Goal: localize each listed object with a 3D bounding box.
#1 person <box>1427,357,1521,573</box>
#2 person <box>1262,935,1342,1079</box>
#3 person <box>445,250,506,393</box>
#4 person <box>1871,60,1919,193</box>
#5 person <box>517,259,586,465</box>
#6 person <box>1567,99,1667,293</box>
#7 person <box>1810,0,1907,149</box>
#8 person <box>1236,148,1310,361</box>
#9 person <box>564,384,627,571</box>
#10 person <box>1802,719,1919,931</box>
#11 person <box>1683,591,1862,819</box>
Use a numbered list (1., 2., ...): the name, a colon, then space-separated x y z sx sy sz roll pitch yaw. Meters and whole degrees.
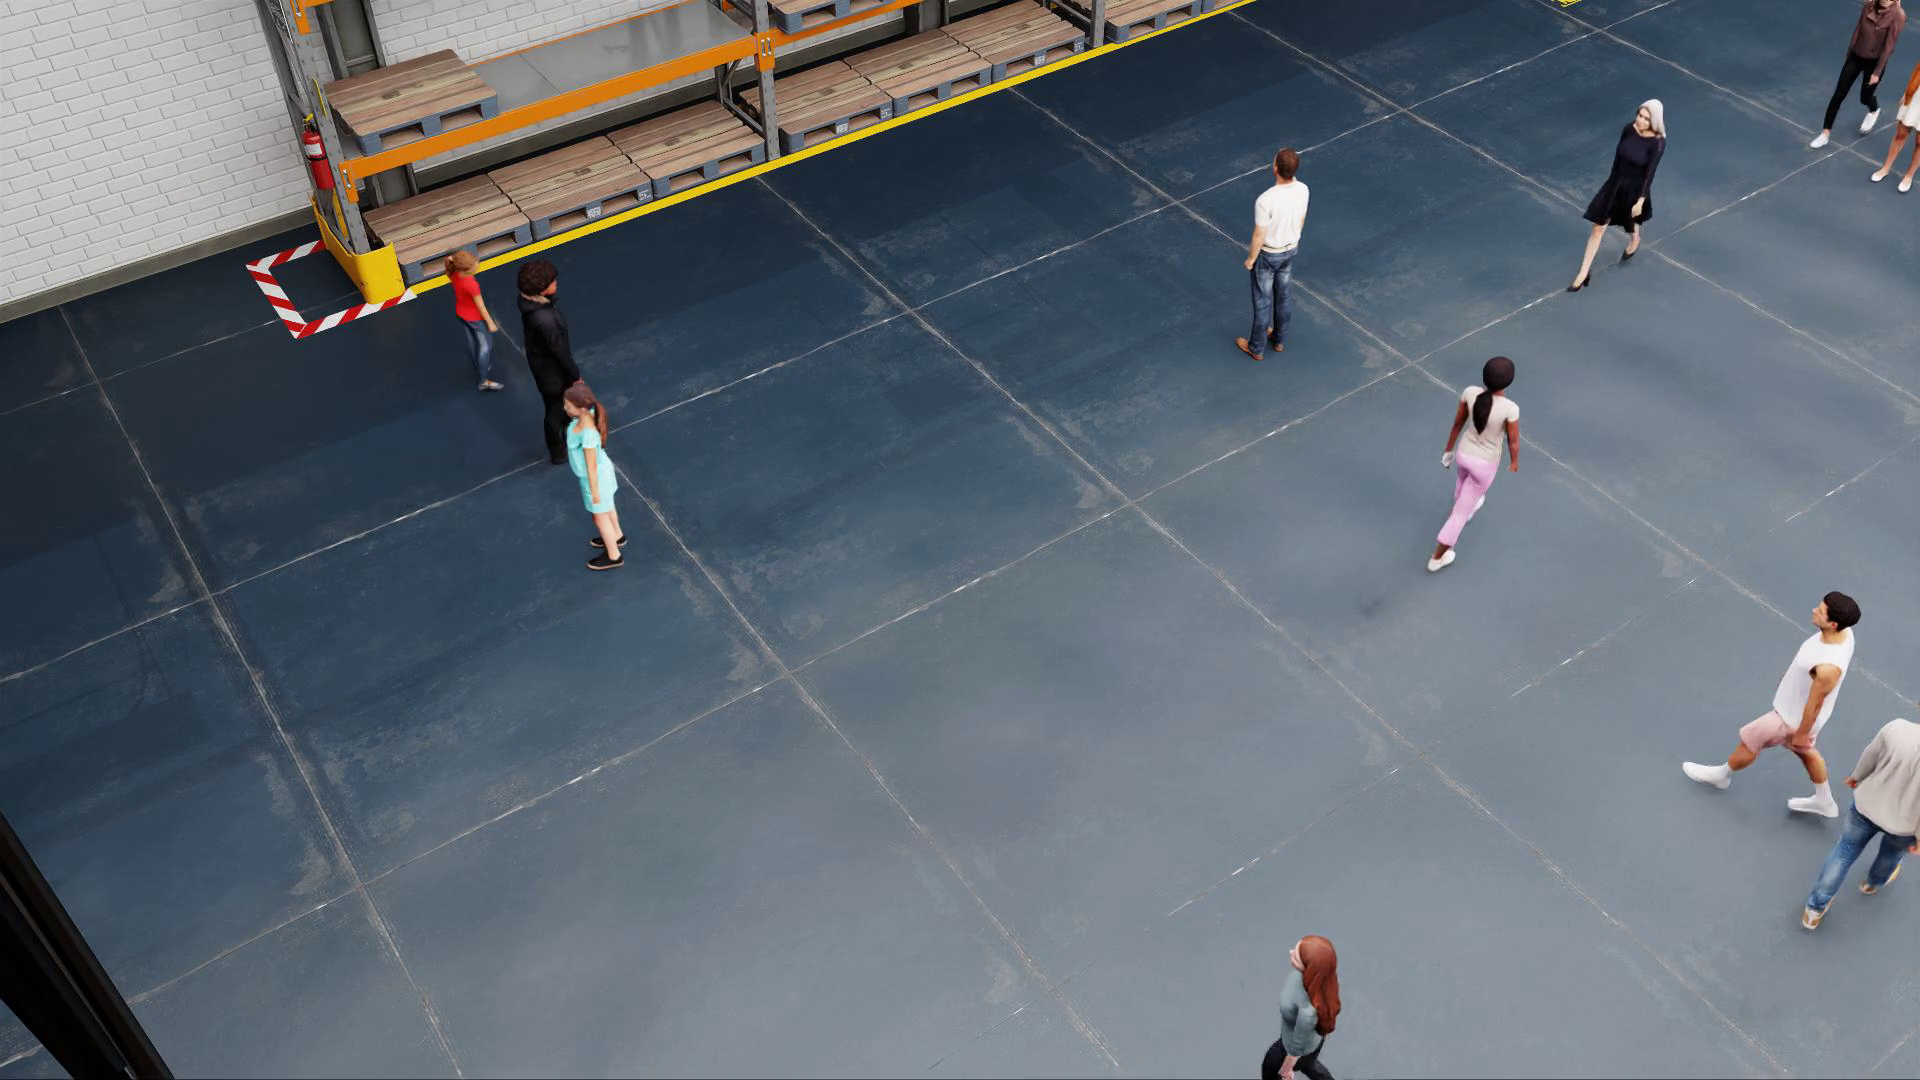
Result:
1. person: 3.521 -0.485 11.513 1.090 1.707 0.685 -31 52 -28
2. person: 1.772 2.521 8.342 0.937 1.728 0.993 18 47 18
3. person: -3.876 -1.784 13.179 0.574 1.290 0.561 19 47 19
4. person: 8.863 -4.033 15.230 0.578 1.718 0.613 -30 51 -28
5. person: -3.106 -1.274 12.303 0.673 1.760 0.665 -21 47 -20
6. person: 5.682 -2.935 14.089 1.145 1.702 0.581 -27 50 -26
7. person: 8.661 -4.542 15.793 1.061 1.678 0.625 -25 49 -24
8. person: 2.520 -2.280 13.291 0.523 1.854 0.744 -21 48 -21
9. person: -2.539 -0.456 11.590 0.670 1.558 0.637 -4 44 -5
10. person: 5.133 1.547 9.262 1.037 1.870 0.747 -30 51 -28
11. person: 5.097 1.040 9.882 0.984 1.749 1.168 26 49 25
